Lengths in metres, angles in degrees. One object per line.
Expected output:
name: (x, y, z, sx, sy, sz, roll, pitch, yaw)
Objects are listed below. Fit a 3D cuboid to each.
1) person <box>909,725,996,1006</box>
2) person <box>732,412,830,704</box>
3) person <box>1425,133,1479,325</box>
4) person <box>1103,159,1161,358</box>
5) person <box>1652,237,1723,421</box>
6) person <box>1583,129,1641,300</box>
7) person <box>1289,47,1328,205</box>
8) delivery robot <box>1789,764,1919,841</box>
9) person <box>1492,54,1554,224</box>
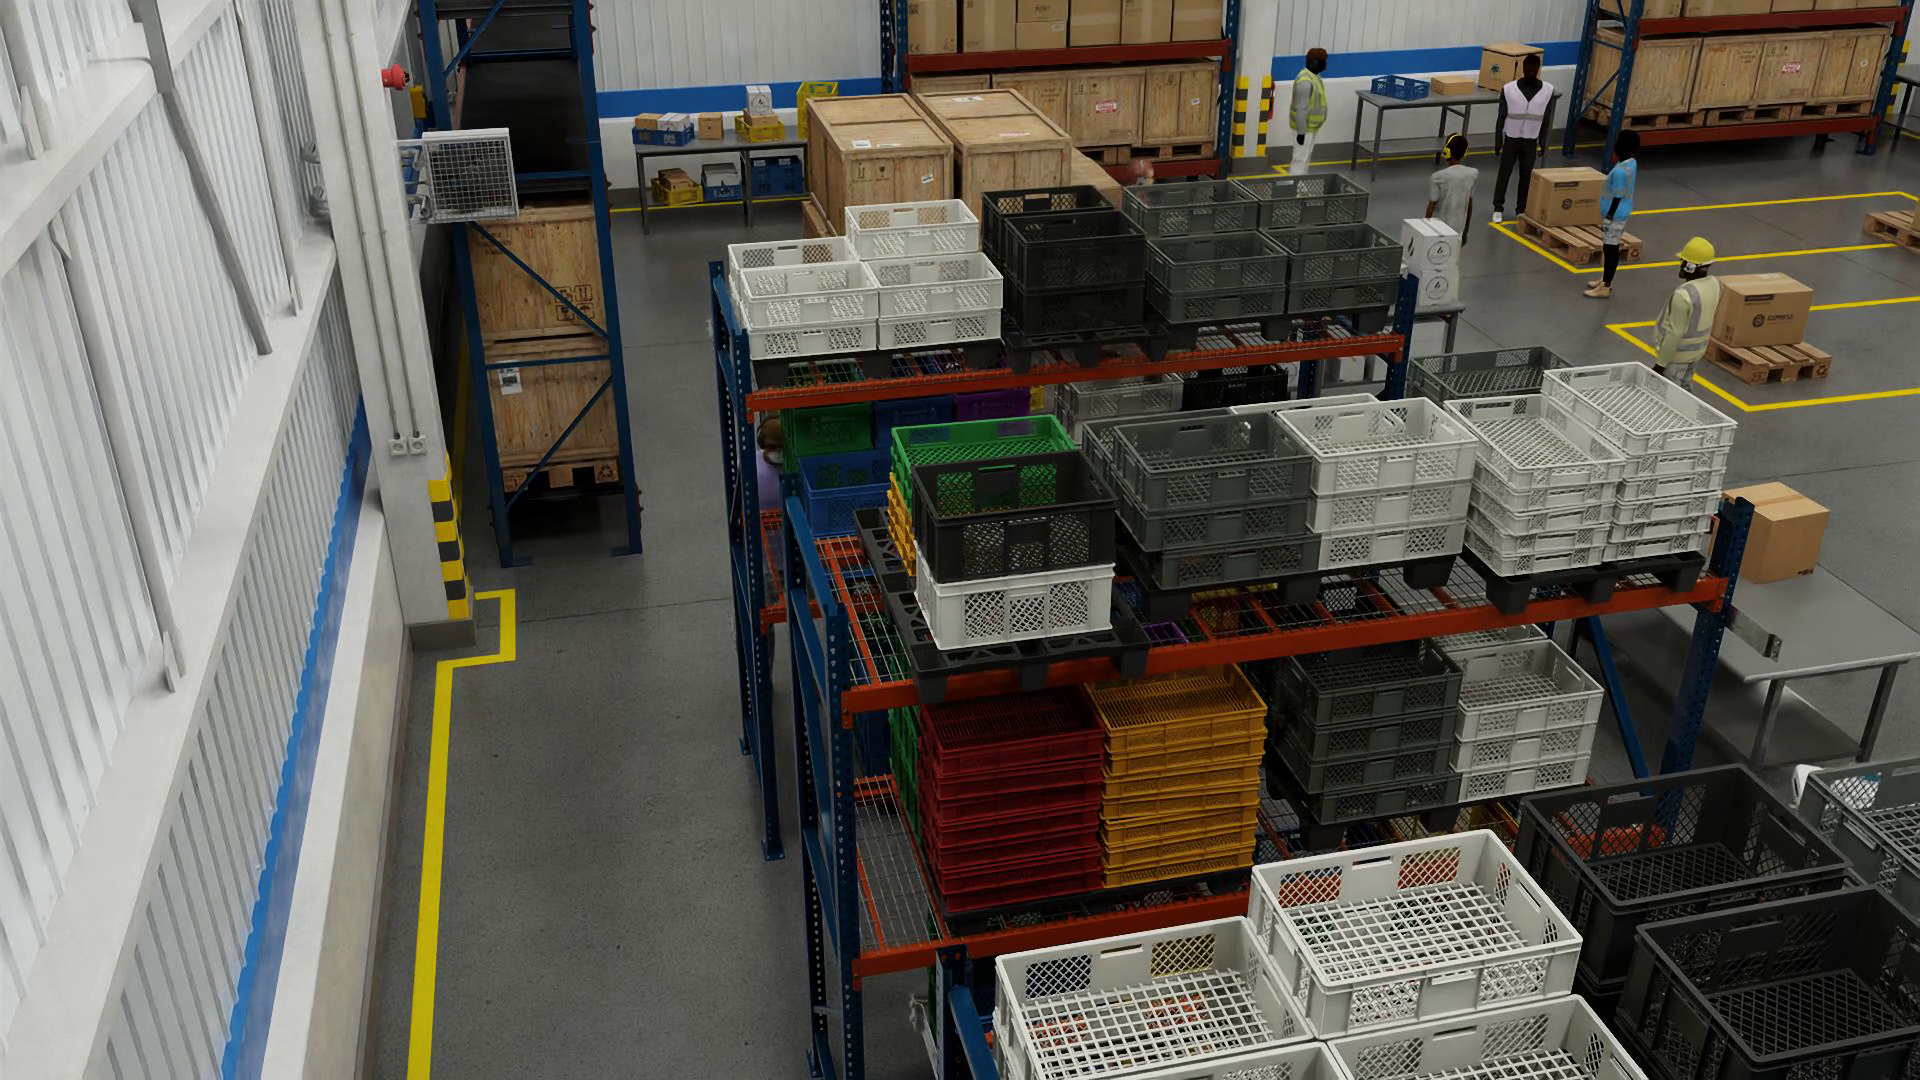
person: (0.000, 1.440, 7.567, 0.337, 1.882, 0.583, -21, 34, -34)
person: (-1.070, 0.117, 10.022, 0.631, 1.939, 0.372, -4, 28, -8)
person: (4.664, -2.959, 15.950, 0.504, 1.857, 0.328, -6, 28, -11)
person: (1.598, -2.492, 15.027, 0.417, 1.923, 0.647, -3, 28, -5)
person: (5.705, -1.509, 13.217, 0.587, 1.833, 0.404, -23, 35, -36)
person: (6.572, -3.274, 16.709, 0.318, 1.697, 0.535, 14, 31, 25)
person: (4.096, -4.868, 19.594, 0.428, 1.835, 0.627, 11, 30, 21)
delivery robot: (4.850, 1.420, 8.915, 0.707, 0.478, 0.477, 9, 29, 15)
person: (6.378, -4.561, 18.931, 0.583, 1.911, 0.394, 3, 28, 6)
